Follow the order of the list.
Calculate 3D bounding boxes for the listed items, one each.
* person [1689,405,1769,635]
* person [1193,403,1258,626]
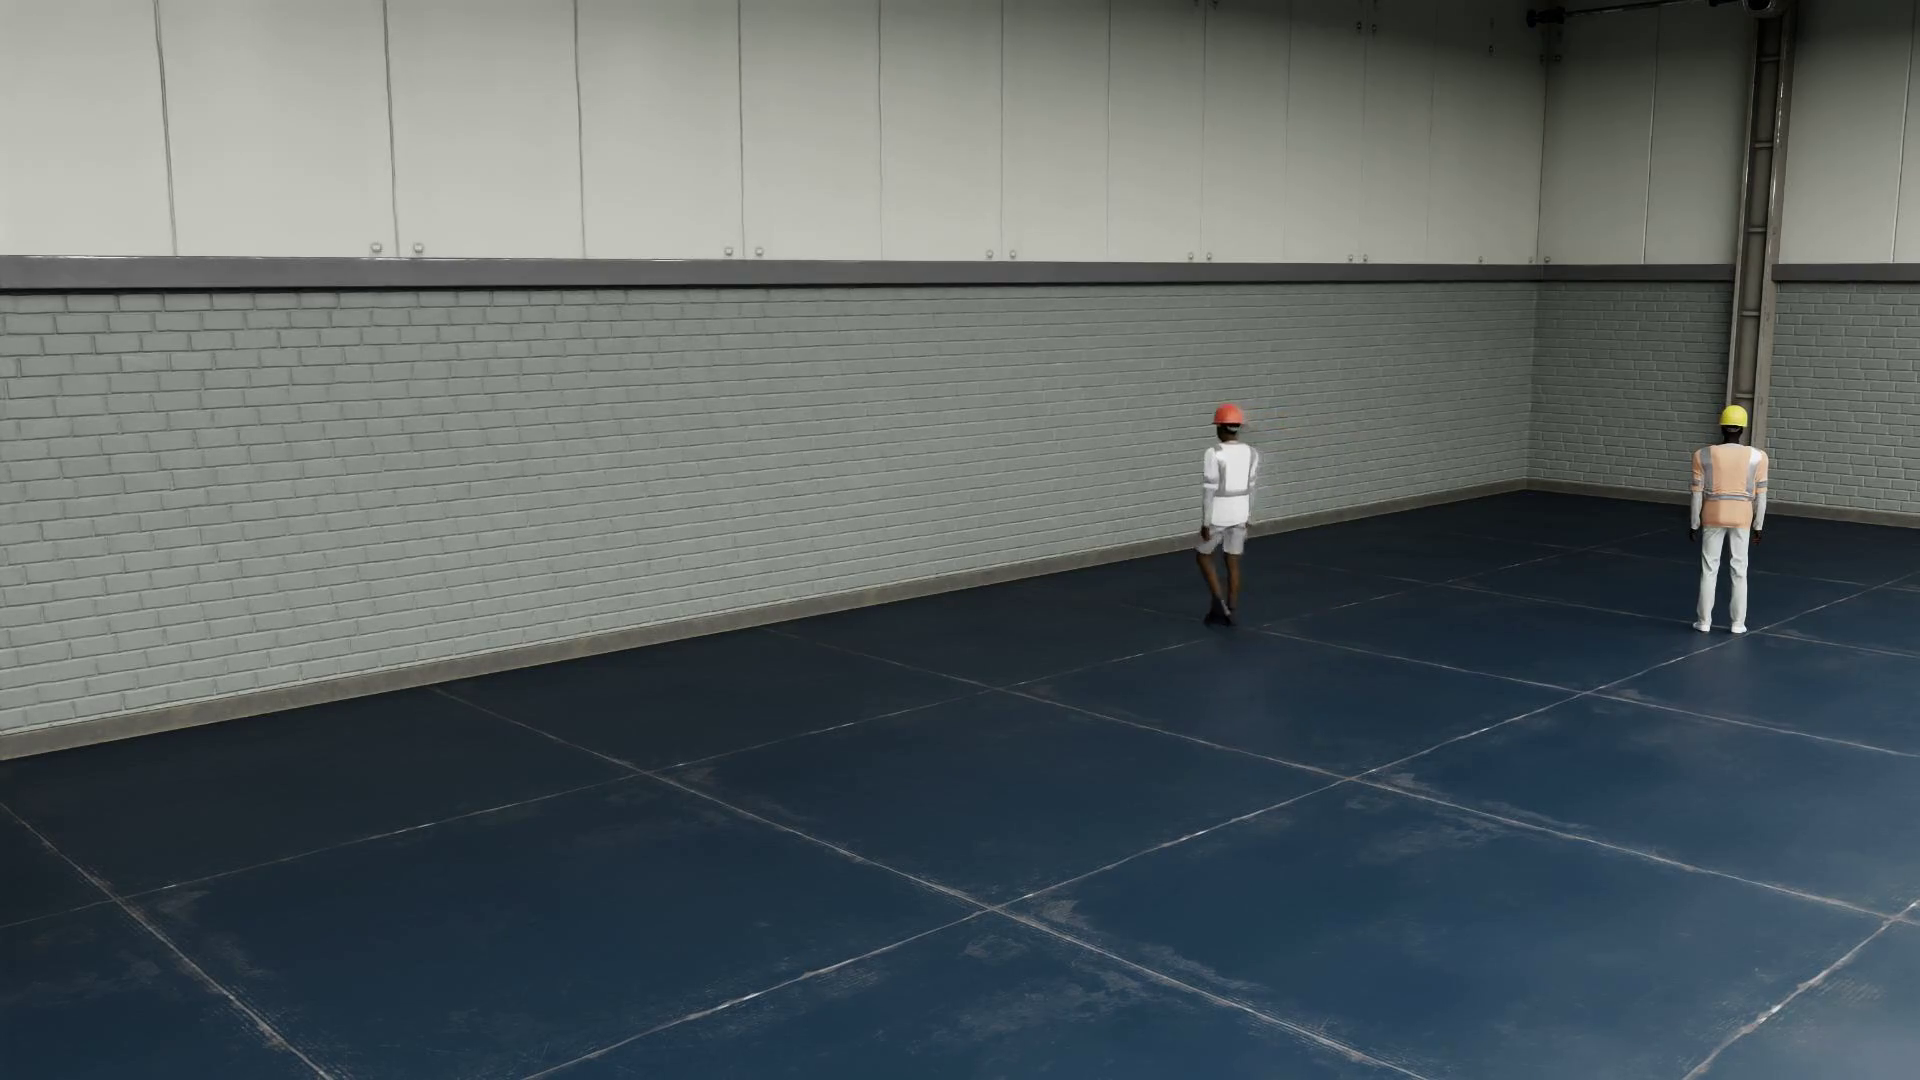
[{"bbox_3d":[6.418,-0.163,13.934,0.587,1.927,0.368,3,10,19],"label":"person"},{"bbox_3d":[2.274,-0.208,14.223,0.558,1.925,0.374,-4,10,-26],"label":"person"}]
